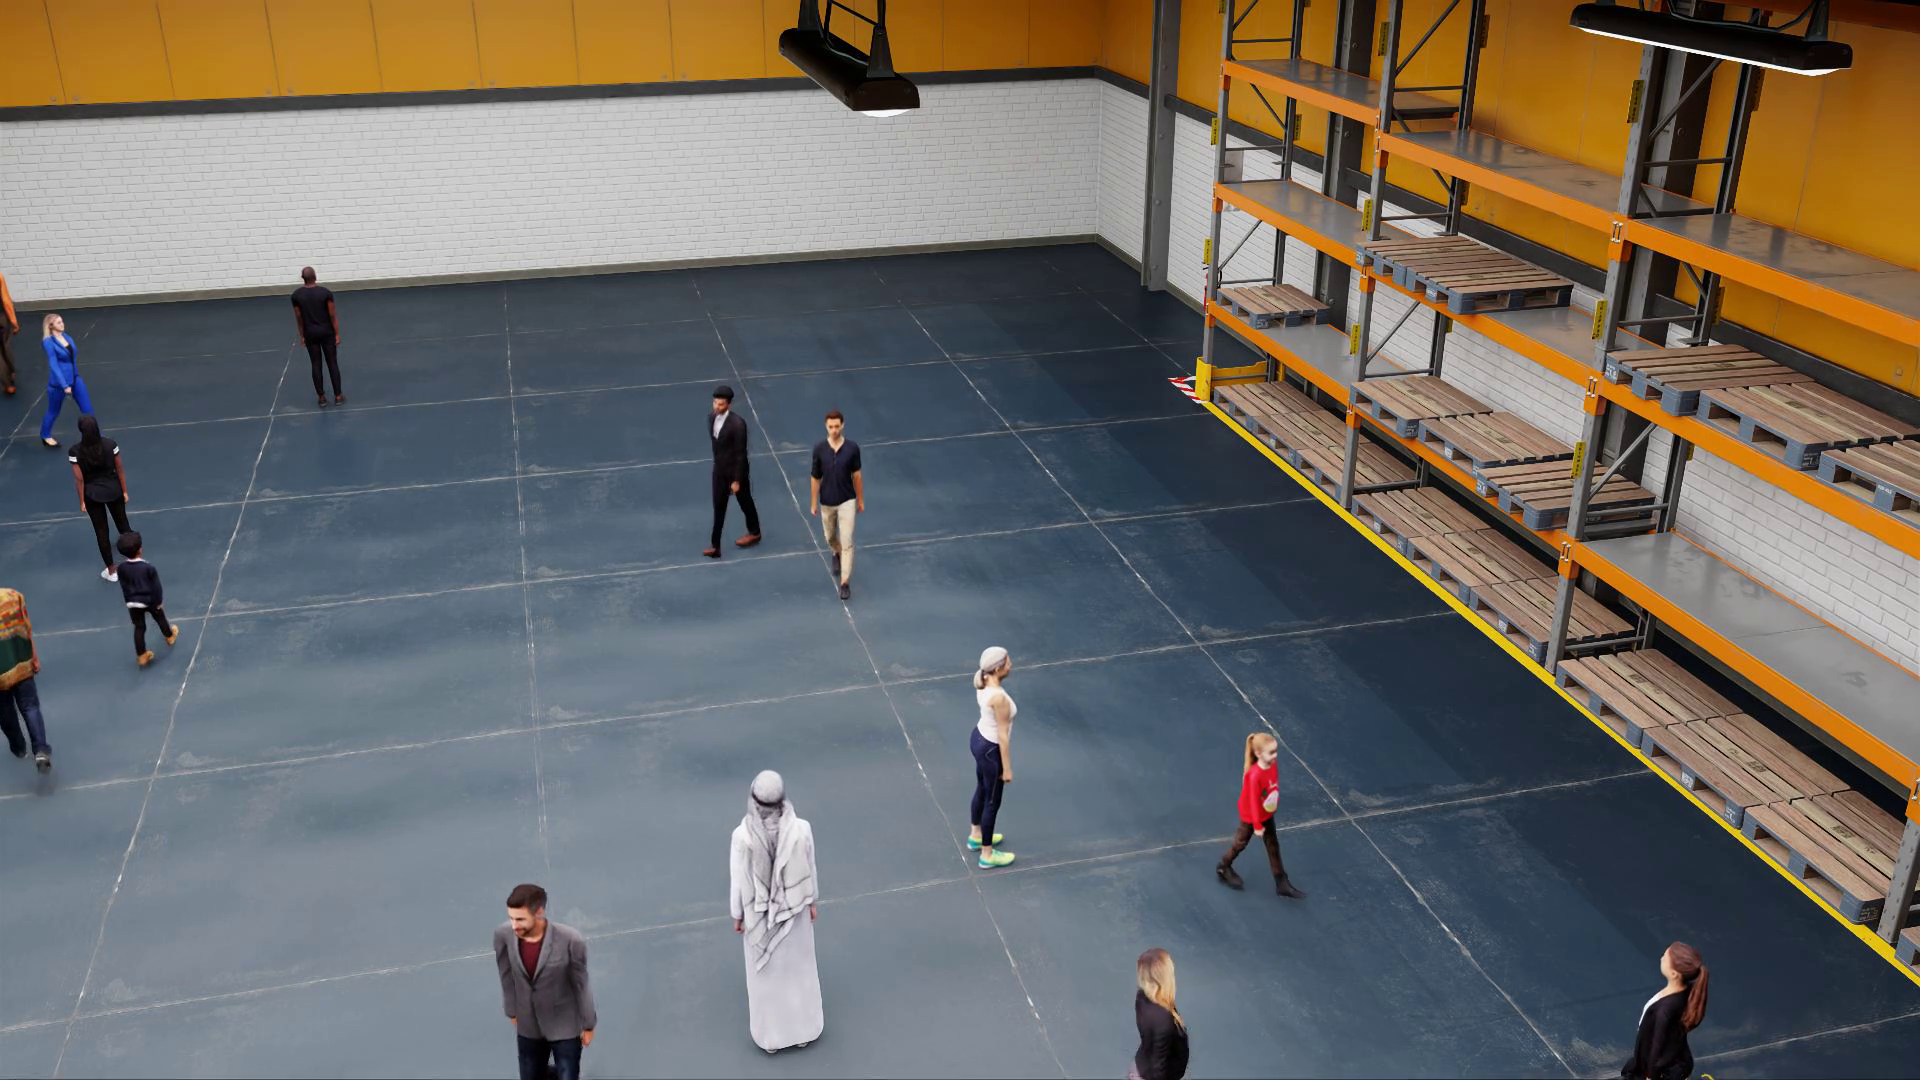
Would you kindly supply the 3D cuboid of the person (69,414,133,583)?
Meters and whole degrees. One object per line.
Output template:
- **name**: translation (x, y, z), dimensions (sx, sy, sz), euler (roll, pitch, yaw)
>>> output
- **person**: translation (-8.457, -0.434, 16.428), dimensions (0.702, 1.728, 0.717), euler (-19, 30, -36)

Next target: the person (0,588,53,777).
- **person**: translation (-7.445, 1.025, 13.025), dimensions (0.977, 1.781, 1.238), euler (-18, 29, -36)

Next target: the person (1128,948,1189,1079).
- **person**: translation (0.985, 2.966, 8.762), dimensions (0.774, 1.639, 0.544), euler (3, 24, 8)

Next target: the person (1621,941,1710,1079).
- **person**: translation (3.895, 2.896, 9.049), dimensions (0.706, 1.538, 0.803), euler (-19, 30, -36)

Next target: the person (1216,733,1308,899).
- **person**: translation (2.031, 1.915, 11.650), dimensions (0.970, 1.251, 0.834), euler (18, 30, 36)

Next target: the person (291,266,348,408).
- **person**: translation (-8.202, -2.609, 21.290), dimensions (0.671, 1.819, 0.563), euler (-5, 24, -10)

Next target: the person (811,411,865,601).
- **person**: translation (-1.192, -0.403, 16.240), dimensions (0.890, 1.822, 1.239), euler (1, 24, 2)

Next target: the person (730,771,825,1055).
- **person**: translation (-1.113, 2.246, 10.049), dimensions (0.680, 1.927, 0.604), euler (-6, 24, -13)

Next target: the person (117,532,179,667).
- **person**: translation (-7.329, 0.544, 14.858), dimensions (0.622, 1.195, 0.867), euler (-1, 24, -3)

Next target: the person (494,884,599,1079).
- **person**: translation (-2.257, 2.634, 9.254), dimensions (0.905, 1.853, 1.038), euler (2, 24, 5)

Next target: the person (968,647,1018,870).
- **person**: translation (0.209, 1.538, 11.954), dimensions (0.653, 1.698, 0.476), euler (-7, 25, -16)

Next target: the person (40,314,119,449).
- **person**: translation (-10.714, -1.833, 19.723), dimensions (1.047, 1.652, 1.202), euler (5, 24, 11)

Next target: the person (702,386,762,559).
- **person**: translation (-2.283, -0.725, 16.979), dimensions (1.192, 1.821, 1.199), euler (21, 31, 39)

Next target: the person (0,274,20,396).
- **person**: translation (-12.602, -2.799, 21.686), dimensions (1.054, 1.851, 1.343), euler (-17, 29, -34)
